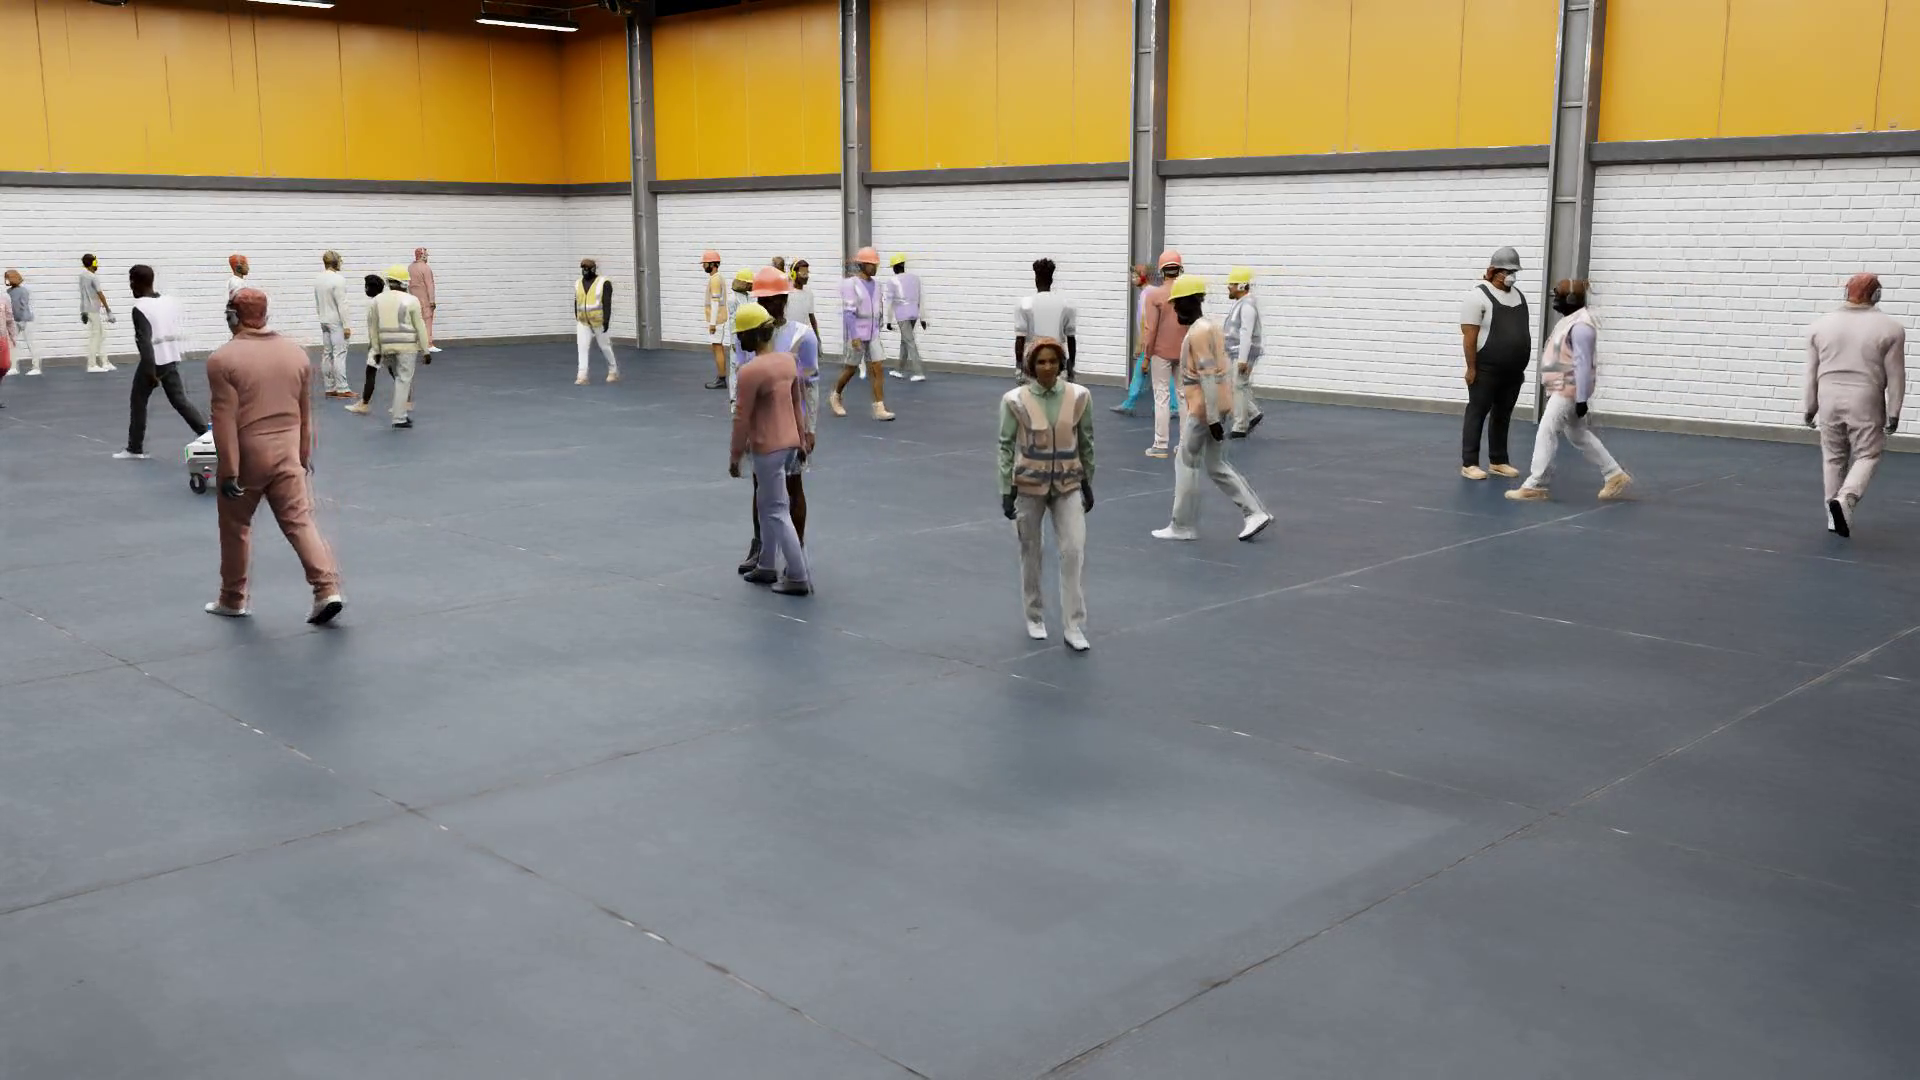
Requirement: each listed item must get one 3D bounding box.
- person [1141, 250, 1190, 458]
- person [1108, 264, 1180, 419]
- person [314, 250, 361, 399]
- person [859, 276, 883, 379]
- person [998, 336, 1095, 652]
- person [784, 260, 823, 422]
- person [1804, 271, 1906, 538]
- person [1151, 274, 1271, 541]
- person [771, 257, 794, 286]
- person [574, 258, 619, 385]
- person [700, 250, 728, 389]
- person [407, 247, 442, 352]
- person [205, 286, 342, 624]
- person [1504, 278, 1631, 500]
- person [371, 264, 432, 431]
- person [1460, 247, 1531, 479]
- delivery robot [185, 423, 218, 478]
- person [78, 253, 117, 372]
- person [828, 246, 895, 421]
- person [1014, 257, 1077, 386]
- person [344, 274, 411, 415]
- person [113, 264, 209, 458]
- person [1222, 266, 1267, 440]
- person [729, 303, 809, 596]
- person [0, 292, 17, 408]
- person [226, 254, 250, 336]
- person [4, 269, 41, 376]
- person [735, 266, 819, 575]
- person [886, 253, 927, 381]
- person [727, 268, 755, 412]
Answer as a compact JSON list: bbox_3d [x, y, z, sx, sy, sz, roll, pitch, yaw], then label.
[{"bbox_3d":[2.023,-1.787,16.019,0.623,1.990,0.391,-5,11,-24],"label":"person"},{"bbox_3d":[2.183,-2.295,19.338,0.937,1.794,0.568,2,11,9],"label":"person"},{"bbox_3d":[-8.149,-2.800,21.694,0.630,1.940,0.372,8,13,38],"label":"person"},{"bbox_3d":[-1.406,-3.350,25.015,0.555,1.811,0.977,1,10,7],"label":"person"},{"bbox_3d":[0.465,-0.233,8.574,0.537,1.605,0.738,-2,11,-10],"label":"person"},{"bbox_3d":[-1.801,-2.216,18.756,0.810,1.841,0.576,9,14,41],"label":"person"},{"bbox_3d":[6.290,-0.950,11.743,0.738,1.888,0.667,-10,14,-43],"label":"person"},{"bbox_3d":[1.784,-0.910,11.581,0.797,1.877,0.593,4,11,21],"label":"person"},{"bbox_3d":[-2.753,-3.335,24.966,0.543,1.799,0.955,-9,14,-42],"label":"person"},{"bbox_3d":[-5.264,-3.150,23.958,0.617,1.812,0.916,2,11,13],"label":"person"},{"bbox_3d":[-3.432,-3.073,23.226,0.380,1.933,0.544,-1,10,-4],"label":"person"},{"bbox_3d":[-9.829,-4.401,30.508,0.651,1.907,0.409,8,13,36],"label":"person"},{"bbox_3d":[-3.808,-0.459,9.146,0.979,1.865,0.656,6,12,31],"label":"person"},{"bbox_3d":[4.952,-1.199,13.361,0.933,1.805,0.632,2,11,13],"label":"person"},{"bbox_3d":[-6.078,-2.106,18.245,0.611,1.808,0.615,4,11,19],"label":"person"},{"bbox_3d":[4.740,-1.551,14.600,0.688,2.000,0.536,-5,12,-26],"label":"person"},{"bbox_3d":[-6.252,-0.744,13.998,0.477,0.478,0.707,-2,10,-8],"label":"delivery robot"},{"bbox_3d":[-13.486,-3.548,26.041,0.591,1.847,0.518,9,14,42],"label":"person"},{"bbox_3d":[-1.150,-2.401,19.347,0.611,2.014,0.975,-9,14,-42],"label":"person"},{"bbox_3d":[0.803,-1.664,15.510,0.609,1.937,0.889,-2,11,-9],"label":"person"},{"bbox_3d":[-6.984,-2.315,19.806,0.820,1.665,0.552,-2,11,-10],"label":"person"},{"bbox_3d":[-7.622,-1.693,15.861,1.001,1.879,0.584,2,11,9],"label":"person"},{"bbox_3d":[2.932,-1.934,17.293,0.436,1.816,0.616,0,10,1],"label":"person"},{"bbox_3d":[-1.193,-0.534,9.873,0.719,1.728,0.543,6,12,28],"label":"person"},{"bbox_3d":[-12.072,-2.525,20.683,0.605,1.748,0.543,8,13,36],"label":"person"},{"bbox_3d":[-9.362,-2.771,21.684,0.353,1.884,0.572,-6,12,-29],"label":"person"},{"bbox_3d":[-14.357,-3.297,25.285,0.521,1.606,0.671,4,11,22],"label":"person"},{"bbox_3d":[-1.156,-0.736,10.438,0.547,1.938,0.379,3,11,14],"label":"person"},{"bbox_3d":[-0.845,-3.275,24.490,0.575,1.854,0.995,-10,14,-43],"label":"person"},{"bbox_3d":[-2.601,-2.402,20.067,0.304,1.739,0.485,5,12,26],"label":"person"}]
